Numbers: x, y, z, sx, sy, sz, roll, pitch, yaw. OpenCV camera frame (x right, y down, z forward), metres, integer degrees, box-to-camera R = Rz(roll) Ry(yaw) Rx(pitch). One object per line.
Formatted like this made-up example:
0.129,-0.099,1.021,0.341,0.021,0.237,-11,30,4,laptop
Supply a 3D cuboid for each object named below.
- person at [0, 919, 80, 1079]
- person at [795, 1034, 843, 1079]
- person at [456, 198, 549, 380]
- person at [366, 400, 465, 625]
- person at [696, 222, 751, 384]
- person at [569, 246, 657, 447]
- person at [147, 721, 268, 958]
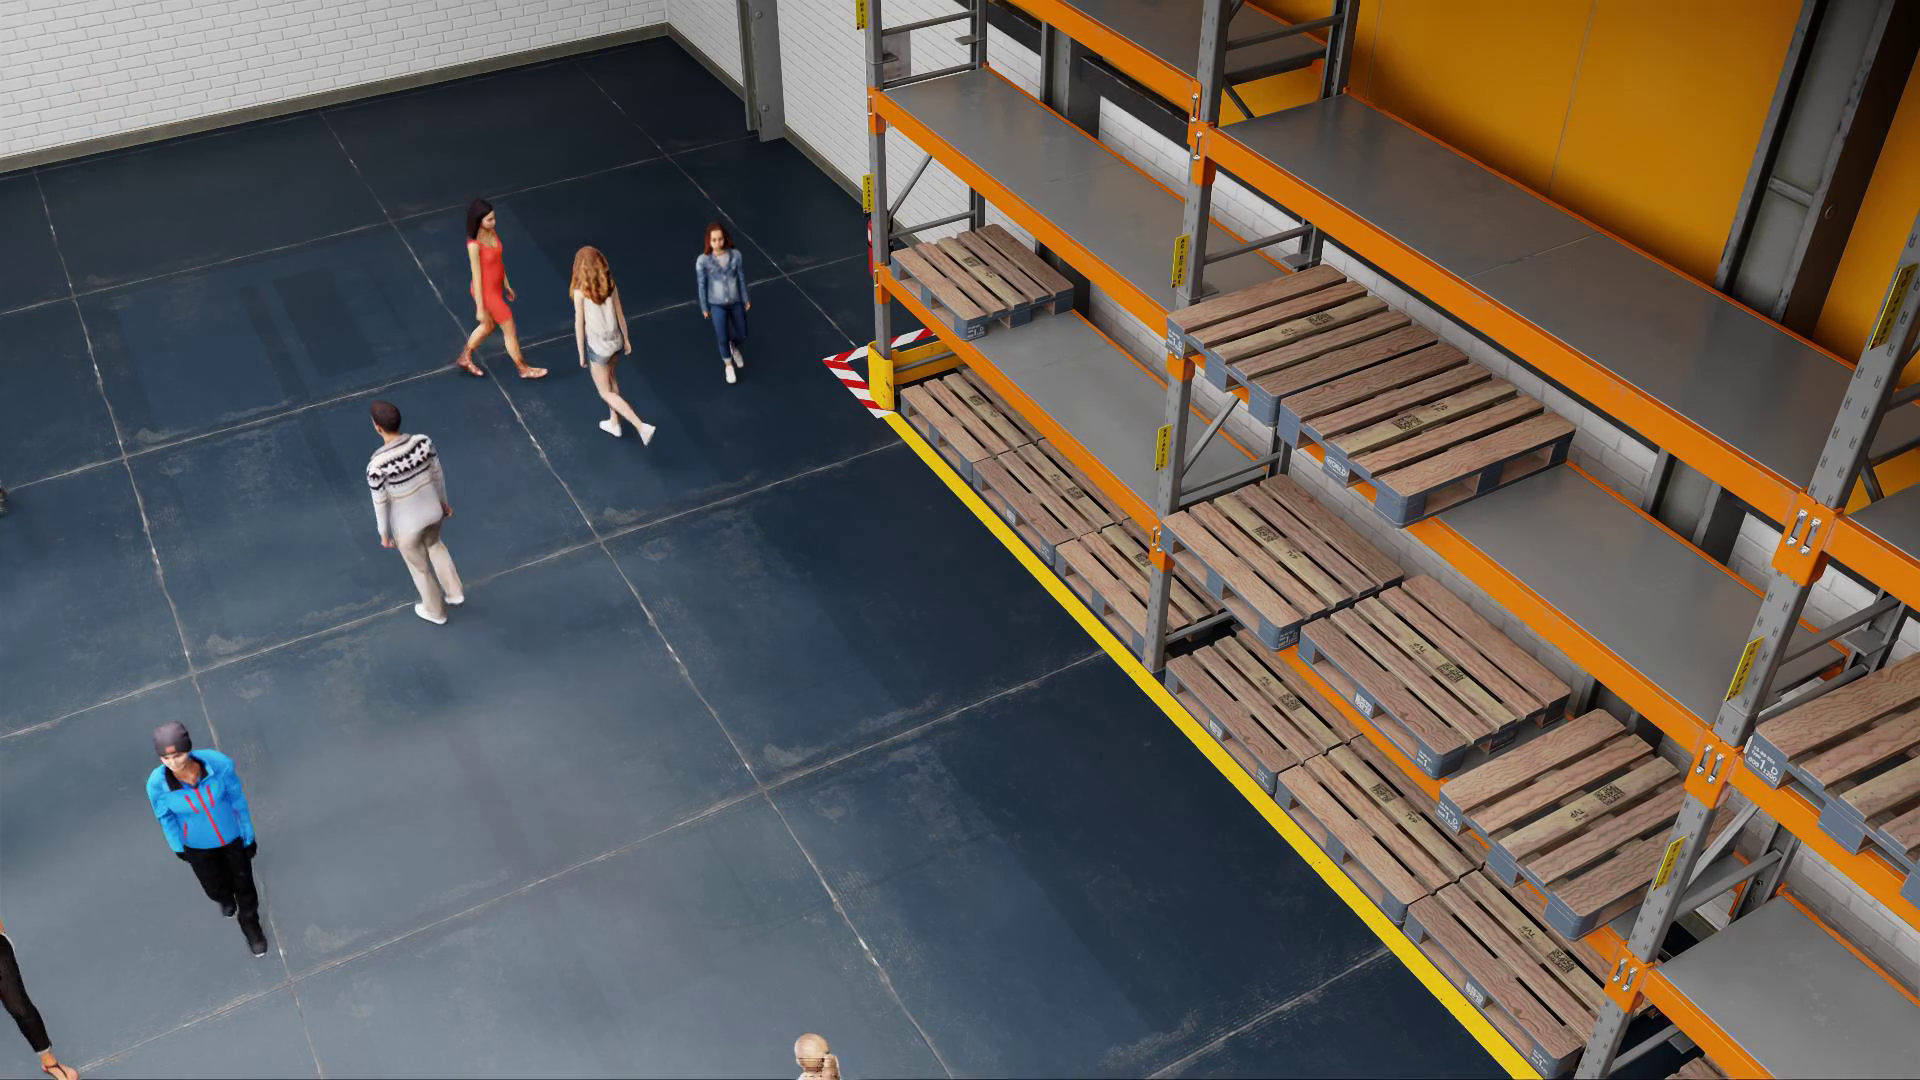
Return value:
-5.243,2.151,8.700,1.213,1.792,0.867,28,46,30,person
-0.638,2.918,8.179,0.967,1.244,0.793,19,42,22,person
-4.063,-2.093,14.098,0.991,1.688,1.067,1,39,1,person
-3.718,-0.137,11.519,0.782,1.850,0.796,26,45,28,person
-2.027,-2.071,14.245,0.629,1.470,0.626,-14,41,-17,person
-2.788,-1.483,13.300,0.785,1.731,1.043,-29,47,-31,person
-4.202,1.613,9.377,0.631,1.789,0.754,-16,41,-19,person
